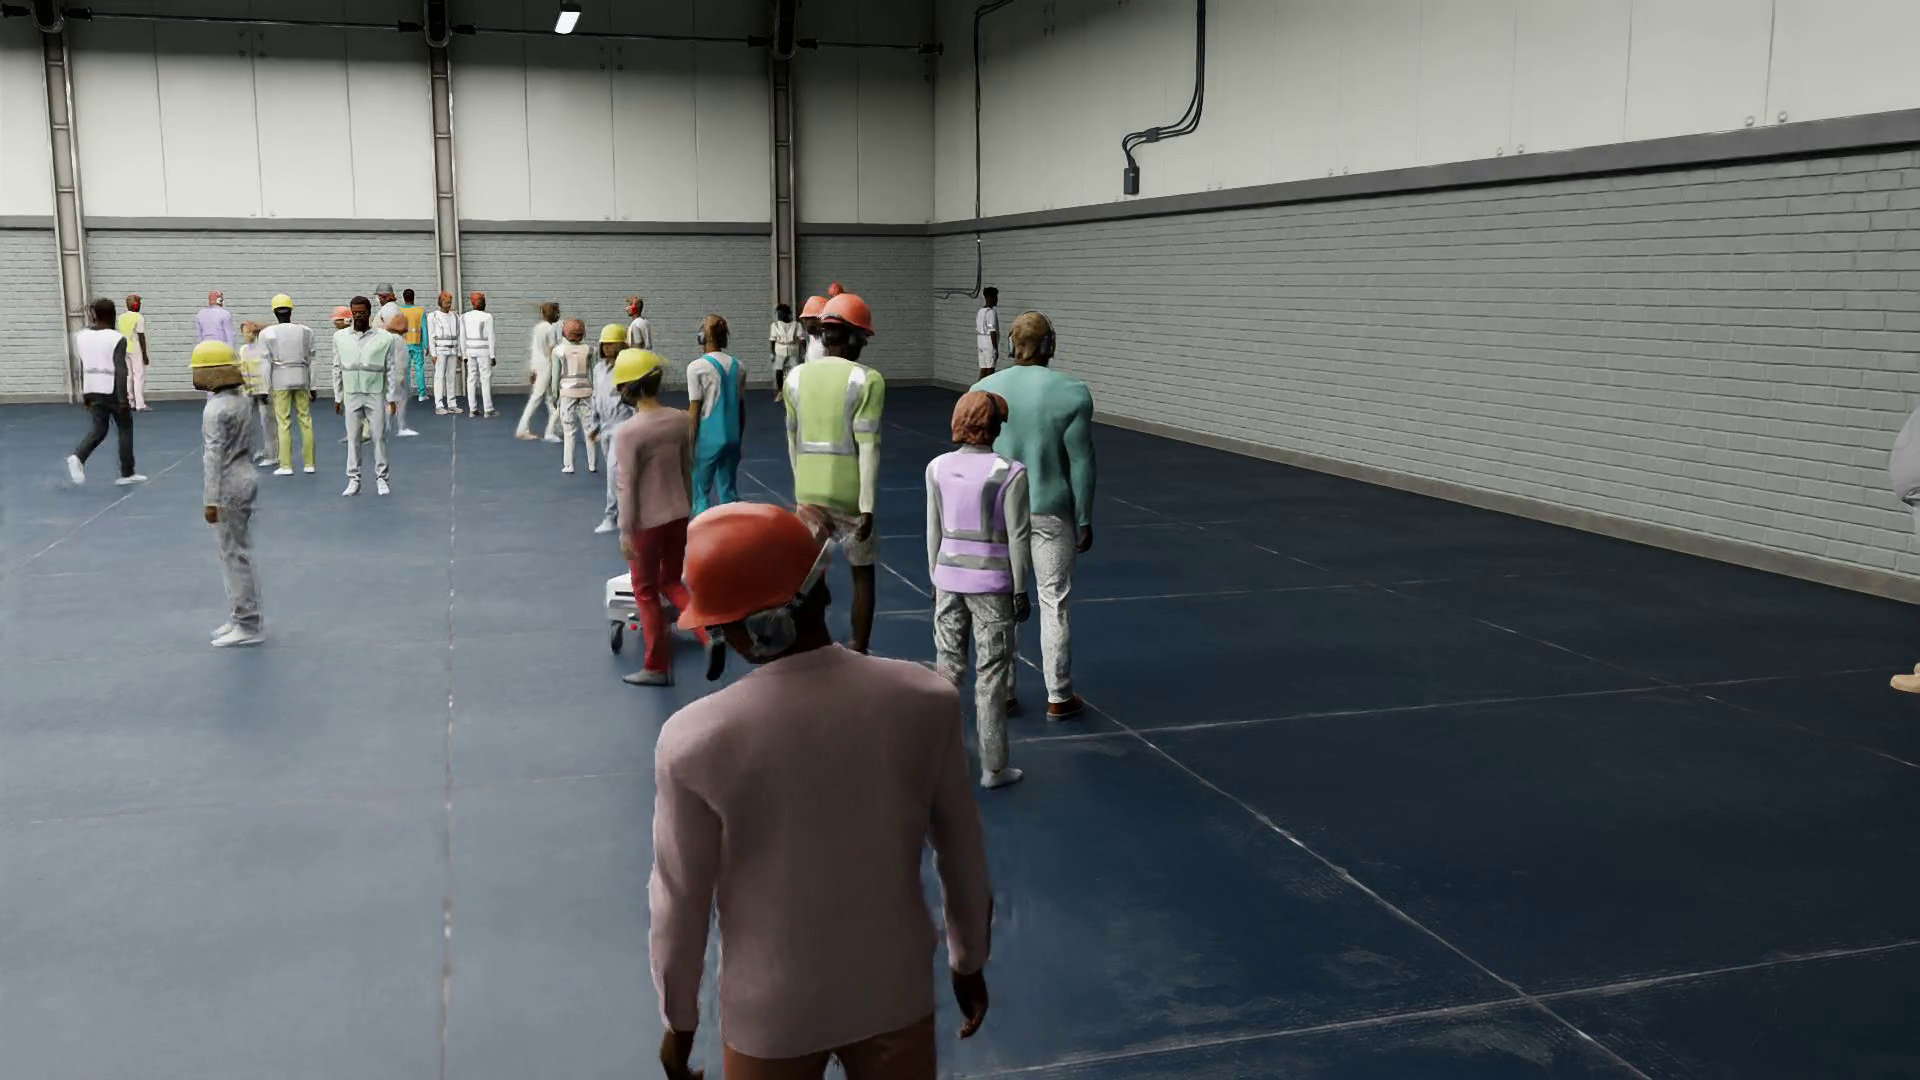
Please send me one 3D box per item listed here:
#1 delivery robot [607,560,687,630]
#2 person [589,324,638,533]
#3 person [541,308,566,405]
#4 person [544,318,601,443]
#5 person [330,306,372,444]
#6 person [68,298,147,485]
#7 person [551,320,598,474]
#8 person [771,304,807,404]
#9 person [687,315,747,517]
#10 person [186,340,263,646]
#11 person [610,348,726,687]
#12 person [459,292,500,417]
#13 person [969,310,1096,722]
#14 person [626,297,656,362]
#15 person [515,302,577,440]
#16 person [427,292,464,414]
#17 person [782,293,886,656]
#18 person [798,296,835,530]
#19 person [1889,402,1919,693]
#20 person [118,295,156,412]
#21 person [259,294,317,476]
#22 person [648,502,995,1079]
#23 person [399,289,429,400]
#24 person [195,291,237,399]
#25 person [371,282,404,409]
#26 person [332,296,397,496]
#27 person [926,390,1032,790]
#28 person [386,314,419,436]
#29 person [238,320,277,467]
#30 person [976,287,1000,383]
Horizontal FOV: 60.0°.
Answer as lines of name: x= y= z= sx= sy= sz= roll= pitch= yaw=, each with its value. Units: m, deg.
delivery robot: x=-1.707 y=0.276 z=9.470 sx=0.477 sy=0.478 sz=0.707 roll=3 pitch=9 yaw=18
person: x=-2.810 y=-0.951 z=13.898 sx=0.477 sy=1.717 sz=0.794 roll=6 pitch=11 yaw=34
person: x=-6.731 y=-3.087 z=27.587 sx=0.539 sy=1.700 sz=0.317 roll=-7 pitch=11 yaw=-38
person: x=-4.926 y=-2.028 z=21.192 sx=0.859 sy=1.590 sz=0.511 roll=-6 pitch=11 yaw=-33
person: x=-7.736 y=-2.084 z=21.060 sx=0.579 sy=1.738 sz=0.390 roll=8 pitch=12 yaw=41
person: x=-8.606 y=-1.474 z=16.673 sx=0.596 sy=1.885 sz=0.794 roll=3 pitch=9 yaw=17
person: x=-4.113 y=-1.527 z=17.823 sx=0.521 sy=1.638 sz=0.311 roll=-4 pitch=10 yaw=-25
person: x=-2.815 y=-3.086 z=27.656 sx=0.659 sy=1.682 sz=0.410 roll=-1 pitch=9 yaw=-4
person: x=-1.726 y=-0.660 z=11.701 sx=0.375 sy=1.832 sz=0.533 roll=8 pitch=12 yaw=41
person: x=-4.185 y=-0.264 z=9.467 sx=0.372 sy=1.731 sz=0.520 roll=-1 pitch=9 yaw=-4
person: x=-1.473 y=-0.091 z=8.315 sx=0.560 sy=1.739 sz=0.555 roll=5 pitch=10 yaw=31
person: x=-7.261 y=-2.788 z=25.105 sx=0.575 sy=1.880 sz=0.359 roll=3 pitch=9 yaw=18
person: x=0.333 y=-0.106 z=7.830 sx=0.627 sy=1.934 sz=0.371 roll=3 pitch=9 yaw=16
person: x=-4.263 y=-2.314 z=22.183 sx=0.392 sy=1.847 sz=0.563 roll=0 pitch=9 yaw=-1
person: x=-5.425 y=-2.192 z=21.614 sx=0.901 sy=1.798 sz=0.533 roll=-6 pitch=11 yaw=-35
person: x=-7.944 y=-2.885 z=25.709 sx=0.355 sy=1.885 sz=0.575 roll=6 pitch=11 yaw=32
person: x=-0.619 y=-0.214 z=8.306 sx=0.616 sy=2.016 sz=0.560 roll=4 pitch=10 yaw=25
person: x=-1.164 y=-1.047 z=13.817 sx=0.357 sy=1.937 sz=0.551 roll=2 pitch=9 yaw=13
person: x=4.977 y=-0.245 z=8.373 sx=0.689 sy=2.000 sz=0.538 roll=-8 pitch=12 yaw=-42
person: x=-12.957 y=-2.916 z=26.069 sx=0.565 sy=1.836 sz=0.385 roll=6 pitch=11 yaw=32
person: x=-7.126 y=-1.638 z=17.651 sx=0.585 sy=1.917 sz=0.382 roll=-8 pitch=12 yaw=-40
person: x=-0.194 y=0.774 z=2.923 sx=0.697 sy=1.713 sz=0.331 roll=-4 pitch=10 yaw=-26
person: x=-9.400 y=-3.338 z=28.489 sx=0.593 sy=1.920 sz=0.391 roll=-1 pitch=9 yaw=-7
person: x=-11.666 y=-2.969 z=26.197 sx=0.638 sy=1.902 sz=0.407 roll=2 pitch=9 yaw=15
person: x=-9.053 y=-3.046 z=26.242 sx=0.536 sy=2.000 sz=0.688 roll=-2 pitch=9 yaw=-12
person: x=-5.732 y=-1.387 z=16.041 sx=0.588 sy=1.920 sz=0.391 roll=-1 pitch=9 yaw=-9
person: x=0.066 y=0.203 z=6.824 sx=0.508 sy=1.629 sz=0.316 roll=7 pitch=11 yaw=38
person: x=-7.482 y=-2.187 z=22.077 sx=0.439 sy=1.624 sz=0.501 roll=-2 pitch=9 yaw=-13
person: x=-7.803 y=-1.609 z=18.418 sx=0.518 sy=1.625 sz=0.454 roll=4 pitch=10 yaw=23
person: x=0.474 y=-3.129 z=27.003 sx=0.361 sy=1.963 sz=0.618 roll=-3 pitch=10 yaw=-21
